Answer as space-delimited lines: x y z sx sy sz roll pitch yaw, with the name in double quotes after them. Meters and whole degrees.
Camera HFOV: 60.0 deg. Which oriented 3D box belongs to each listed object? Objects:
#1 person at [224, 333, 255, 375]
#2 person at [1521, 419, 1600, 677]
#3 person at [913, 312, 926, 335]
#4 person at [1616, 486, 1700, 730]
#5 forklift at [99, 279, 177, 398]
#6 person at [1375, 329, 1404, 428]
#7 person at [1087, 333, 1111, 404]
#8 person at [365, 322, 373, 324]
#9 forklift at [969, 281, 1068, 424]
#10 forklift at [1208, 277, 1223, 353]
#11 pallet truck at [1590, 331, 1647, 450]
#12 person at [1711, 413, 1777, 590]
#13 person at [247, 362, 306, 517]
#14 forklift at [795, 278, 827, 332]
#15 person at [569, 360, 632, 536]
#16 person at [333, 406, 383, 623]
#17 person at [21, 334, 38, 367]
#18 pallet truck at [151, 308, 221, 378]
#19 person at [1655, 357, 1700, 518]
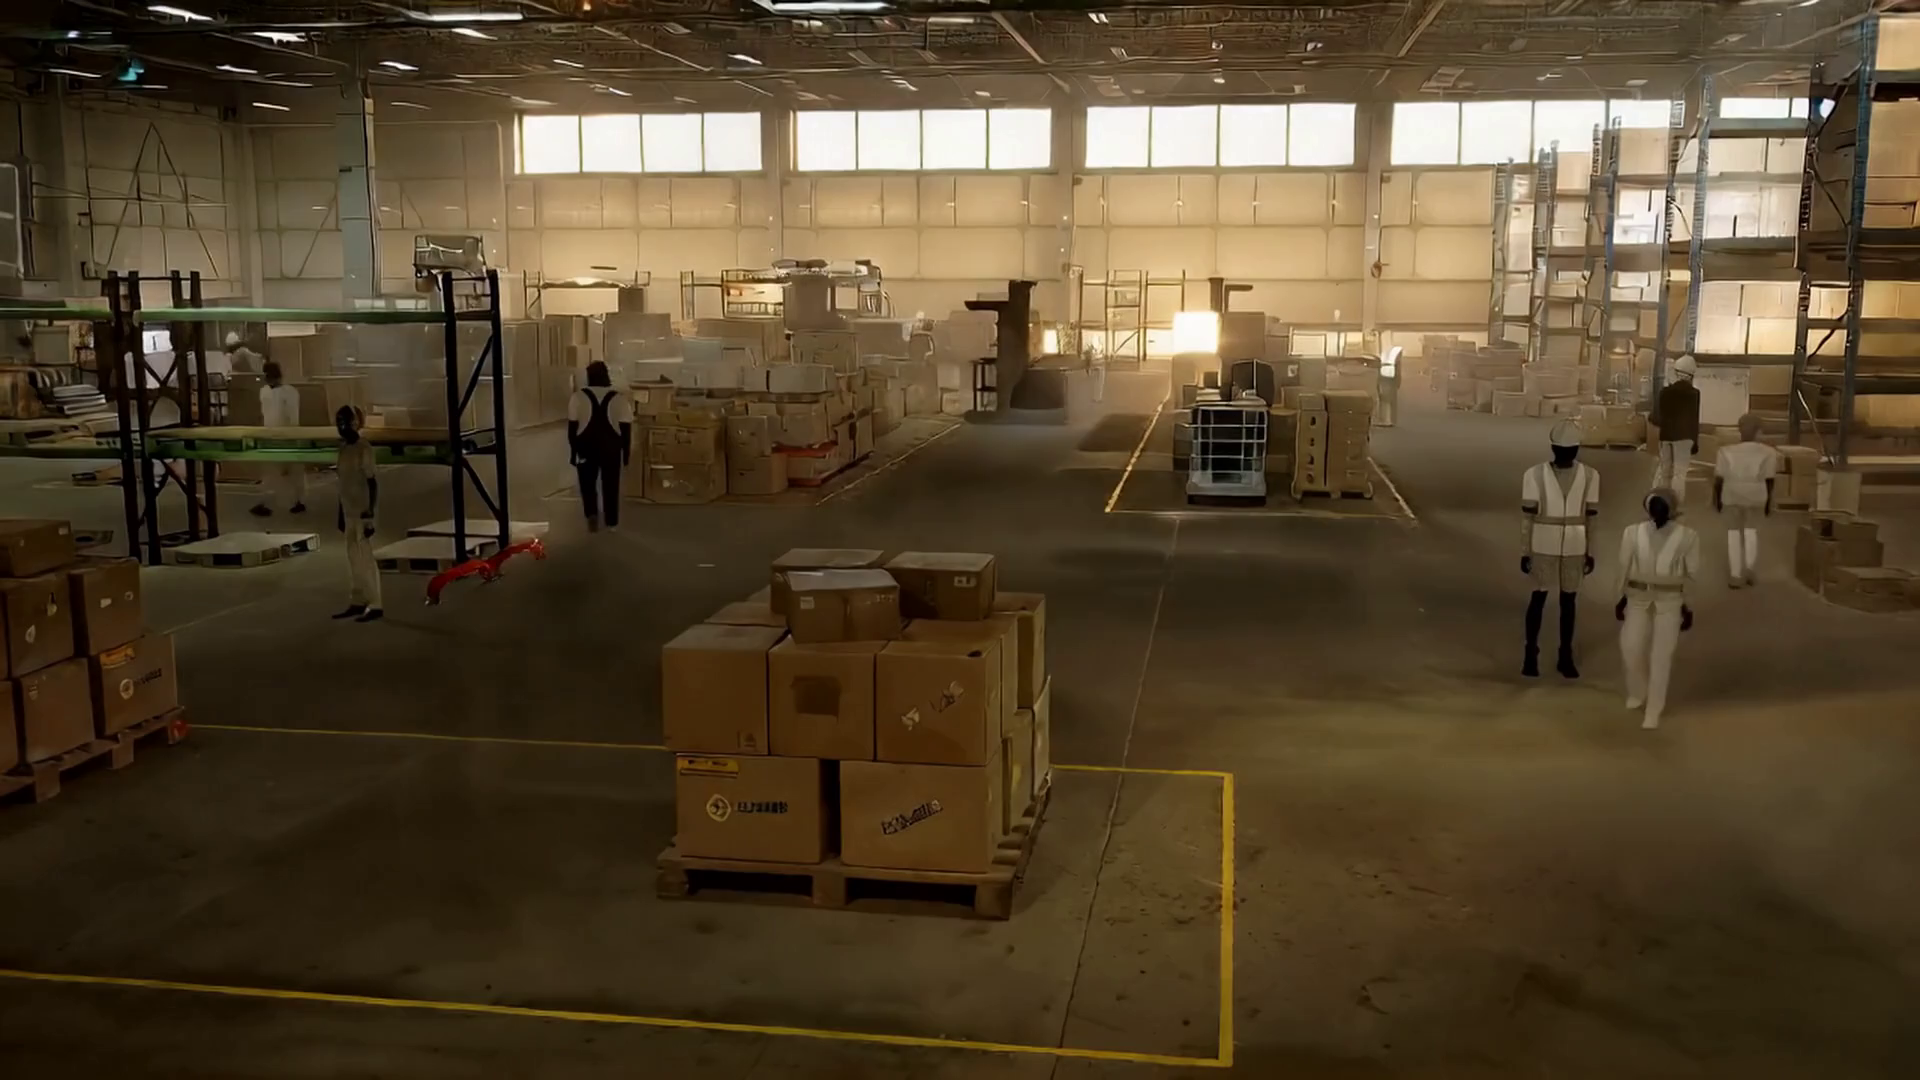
-13.627 -3.025 31.752 0.634 1.862 1.037 7 11 36 "person"
4.469 0.065 12.414 0.544 1.939 0.355 1 9 8 "person"
-1.042 -5.338 45.859 0.929 1.891 0.572 -2 9 -11 "person"
4.628 0.441 11.061 0.517 1.626 0.395 6 11 32 "person"
-19.606 -4.720 39.027 1.873 2.768 1.129 1 9 9 "forklift"
8.308 -3.117 32.130 0.397 1.911 0.587 -5 11 -30 "person"
3.151 -3.872 37.650 0.539 1.615 0.606 -1 9 -3 "person"
-12.908 -3.811 36.400 0.644 1.916 0.702 0 9 -3 "person"
1.194 -3.753 33.059 1.873 2.768 1.129 1 9 9 "forklift"
7.440 -6.244 48.424 1.873 2.768 1.129 1 9 9 "forklift"
11.253 -2.573 28.499 0.823 1.965 1.885 5 10 27 "pallet truck"
7.477 -0.377 15.914 0.538 1.676 0.569 2 9 9 "person"
-8.477 -1.233 20.558 0.631 1.888 0.883 3 10 20 "person"
-3.822 -5.321 42.732 1.873 2.768 1.129 -9 13 -43 "forklift"
-4.092 -1.051 18.977 0.704 2.000 0.535 -2 9 -13 "person"
-5.235 -0.222 14.393 0.513 1.872 0.328 7 12 39 "person"
-19.884 -3.555 35.485 0.449 1.686 0.548 -5 10 -28 "person"
-21.869 -5.598 47.154 0.823 1.965 1.885 4 10 26 "pallet truck"
8.862 -1.260 20.464 0.410 1.985 0.607 -3 10 -20 "person"
